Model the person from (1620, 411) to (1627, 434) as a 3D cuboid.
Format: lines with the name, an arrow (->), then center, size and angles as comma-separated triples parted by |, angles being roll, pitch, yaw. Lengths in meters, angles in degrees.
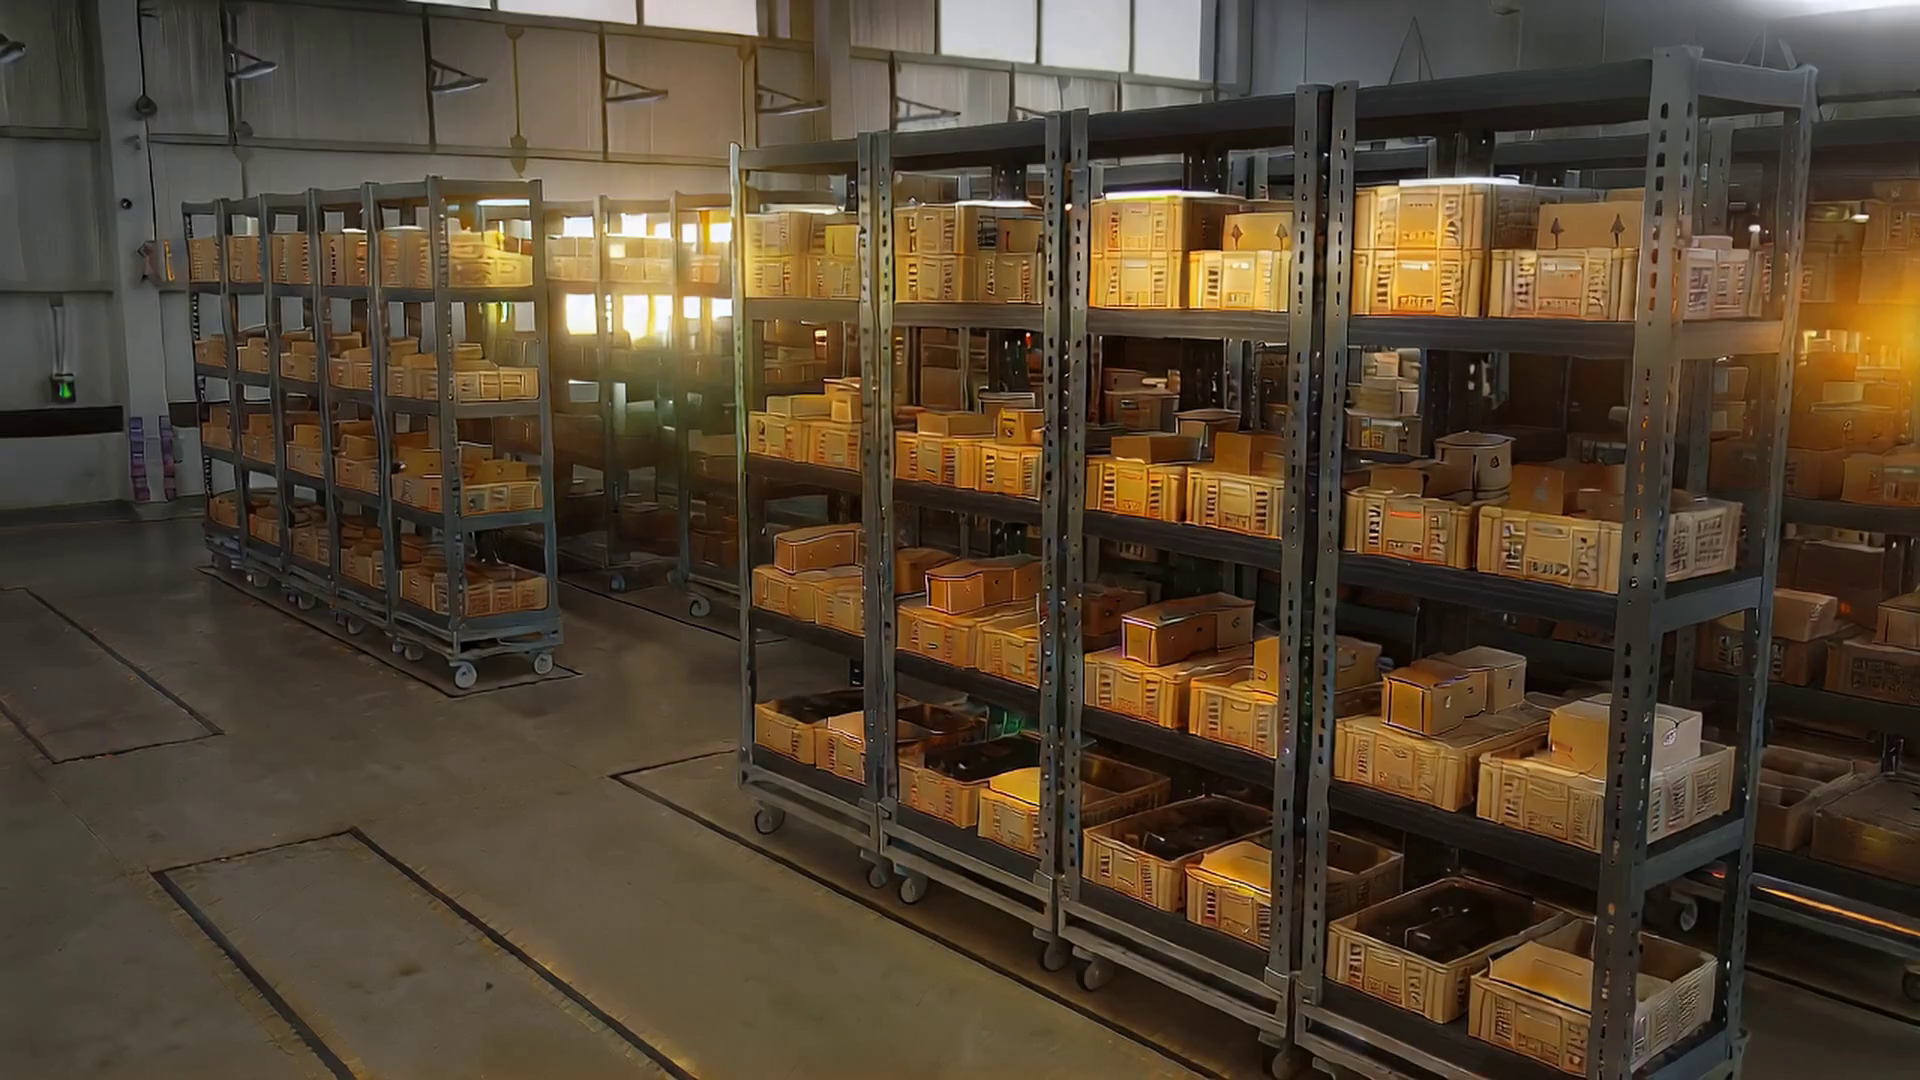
person -> 5.943, -0.304, 14.686 | 0.587, 1.786, 0.816 | -8, 12, -41
